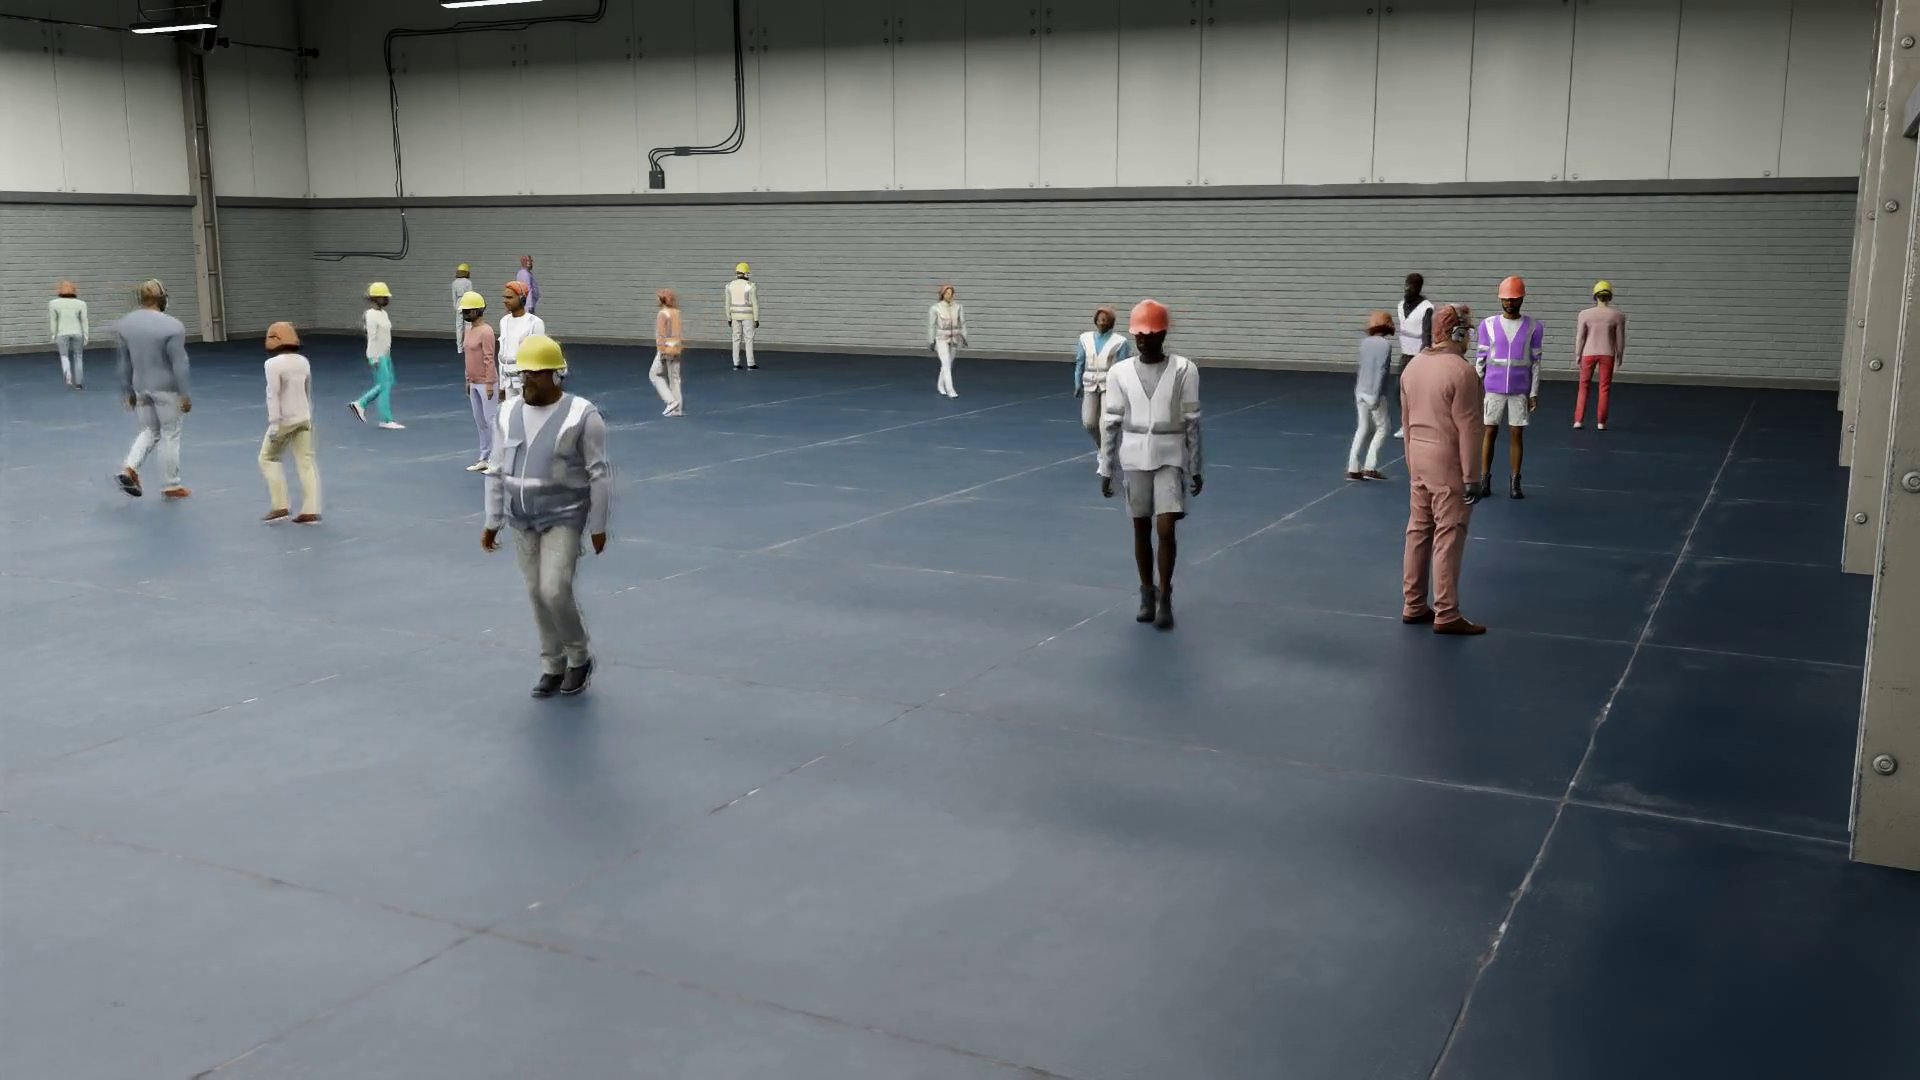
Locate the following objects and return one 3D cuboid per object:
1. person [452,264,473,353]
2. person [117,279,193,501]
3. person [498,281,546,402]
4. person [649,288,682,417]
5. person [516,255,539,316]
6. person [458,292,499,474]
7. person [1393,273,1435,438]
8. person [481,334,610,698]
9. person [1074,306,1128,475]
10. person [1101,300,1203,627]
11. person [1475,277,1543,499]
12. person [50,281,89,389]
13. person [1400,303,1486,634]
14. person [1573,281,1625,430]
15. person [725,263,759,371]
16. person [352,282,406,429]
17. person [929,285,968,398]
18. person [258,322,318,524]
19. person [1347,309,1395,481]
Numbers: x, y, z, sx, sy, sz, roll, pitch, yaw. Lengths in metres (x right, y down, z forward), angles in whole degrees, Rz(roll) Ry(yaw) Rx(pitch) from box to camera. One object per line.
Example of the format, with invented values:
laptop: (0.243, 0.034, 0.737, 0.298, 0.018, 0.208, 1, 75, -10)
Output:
person: (-9.685, -4.526, 32.557, 0.484, 1.736, 0.307, 4, 11, 20)
person: (-6.938, -1.271, 14.293, 0.629, 1.928, 0.535, 3, 11, 16)
person: (-3.996, -1.403, 15.130, 0.573, 1.883, 0.356, 7, 13, 35)
person: (-3.707, -2.356, 21.017, 0.392, 1.631, 0.516, 3, 11, 15)
person: (-8.400, -4.590, 32.425, 0.409, 1.911, 0.651, -5, 11, -24)
person: (-4.652, -1.515, 16.088, 0.349, 1.759, 0.522, -9, 14, -41)
person: (5.125, -2.046, 18.656, 0.550, 1.868, 0.618, -5, 11, -25)
person: (-2.060, -0.105, 8.231, 0.597, 1.817, 0.433, 4, 11, 21)
person: (1.399, -1.470, 16.202, 0.524, 1.616, 0.594, 5, 11, 24)
person: (1.105, -0.433, 9.732, 0.588, 1.916, 0.639, 3, 11, 16)
person: (4.786, -1.325, 14.551, 0.552, 1.937, 0.356, 3, 11, 18)
person: (-13.274, -3.050, 24.811, 0.519, 1.619, 0.499, -5, 11, -25)
person: (2.822, -0.411, 9.649, 0.411, 1.910, 0.643, -4, 11, -20)
person: (7.538, -2.164, 19.626, 0.541, 1.764, 0.345, 4, 11, 21)
person: (-3.684, -3.794, 28.309, 0.602, 1.828, 0.404, 4, 11, 19)
person: (-6.953, -2.186, 19.772, 0.579, 1.754, 0.532, 0, 10, 0)
person: (-0.190, -2.851, 23.802, 0.514, 1.597, 0.872, -6, 12, -28)
person: (-5.391, -0.925, 13.244, 0.577, 1.609, 0.521, 3, 11, 18)
person: (3.831, -1.342, 15.526, 0.468, 1.604, 0.515, -4, 11, -19)
